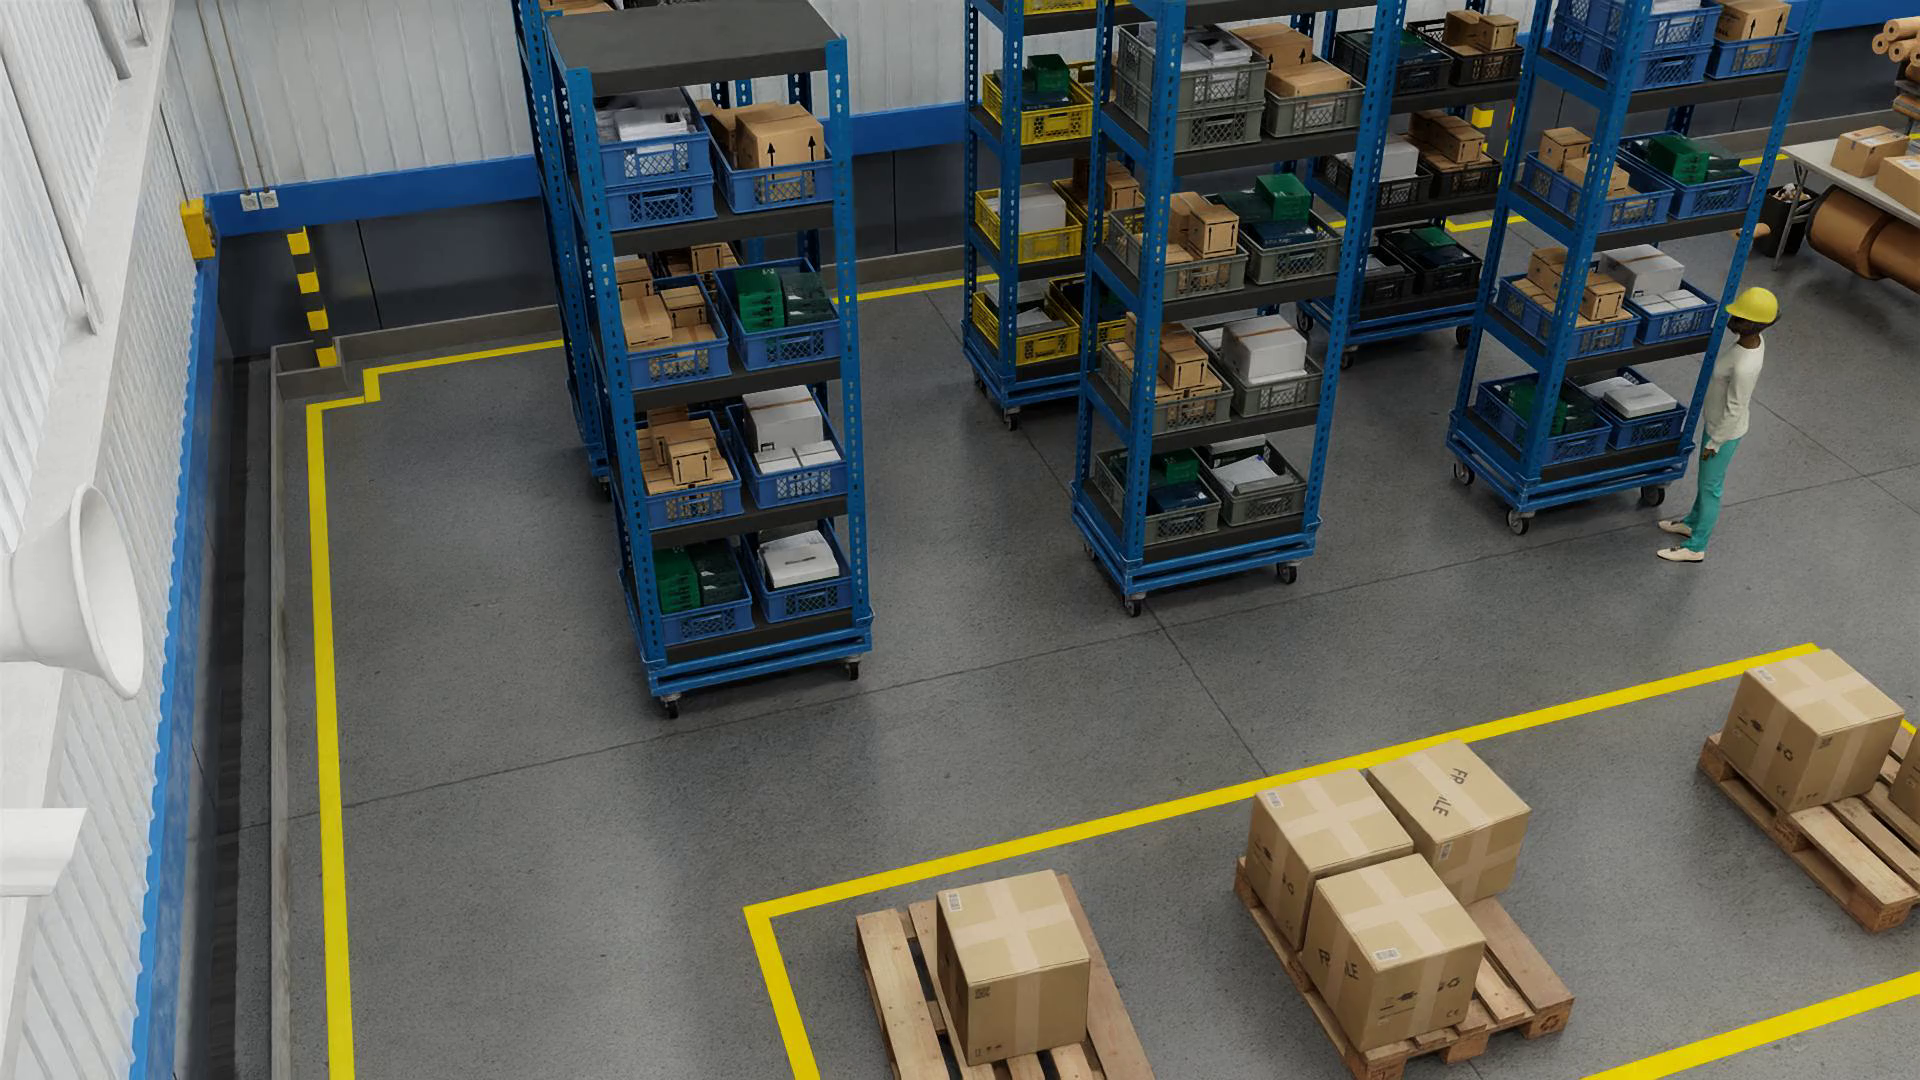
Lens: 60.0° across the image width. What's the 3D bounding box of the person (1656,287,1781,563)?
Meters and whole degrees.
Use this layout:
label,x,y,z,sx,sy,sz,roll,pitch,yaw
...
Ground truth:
label,x,y,z,sx,sy,sz,roll,pitch,yaw
person,4.427,-0.670,9.703,0.299,1.772,0.524,13,37,18
